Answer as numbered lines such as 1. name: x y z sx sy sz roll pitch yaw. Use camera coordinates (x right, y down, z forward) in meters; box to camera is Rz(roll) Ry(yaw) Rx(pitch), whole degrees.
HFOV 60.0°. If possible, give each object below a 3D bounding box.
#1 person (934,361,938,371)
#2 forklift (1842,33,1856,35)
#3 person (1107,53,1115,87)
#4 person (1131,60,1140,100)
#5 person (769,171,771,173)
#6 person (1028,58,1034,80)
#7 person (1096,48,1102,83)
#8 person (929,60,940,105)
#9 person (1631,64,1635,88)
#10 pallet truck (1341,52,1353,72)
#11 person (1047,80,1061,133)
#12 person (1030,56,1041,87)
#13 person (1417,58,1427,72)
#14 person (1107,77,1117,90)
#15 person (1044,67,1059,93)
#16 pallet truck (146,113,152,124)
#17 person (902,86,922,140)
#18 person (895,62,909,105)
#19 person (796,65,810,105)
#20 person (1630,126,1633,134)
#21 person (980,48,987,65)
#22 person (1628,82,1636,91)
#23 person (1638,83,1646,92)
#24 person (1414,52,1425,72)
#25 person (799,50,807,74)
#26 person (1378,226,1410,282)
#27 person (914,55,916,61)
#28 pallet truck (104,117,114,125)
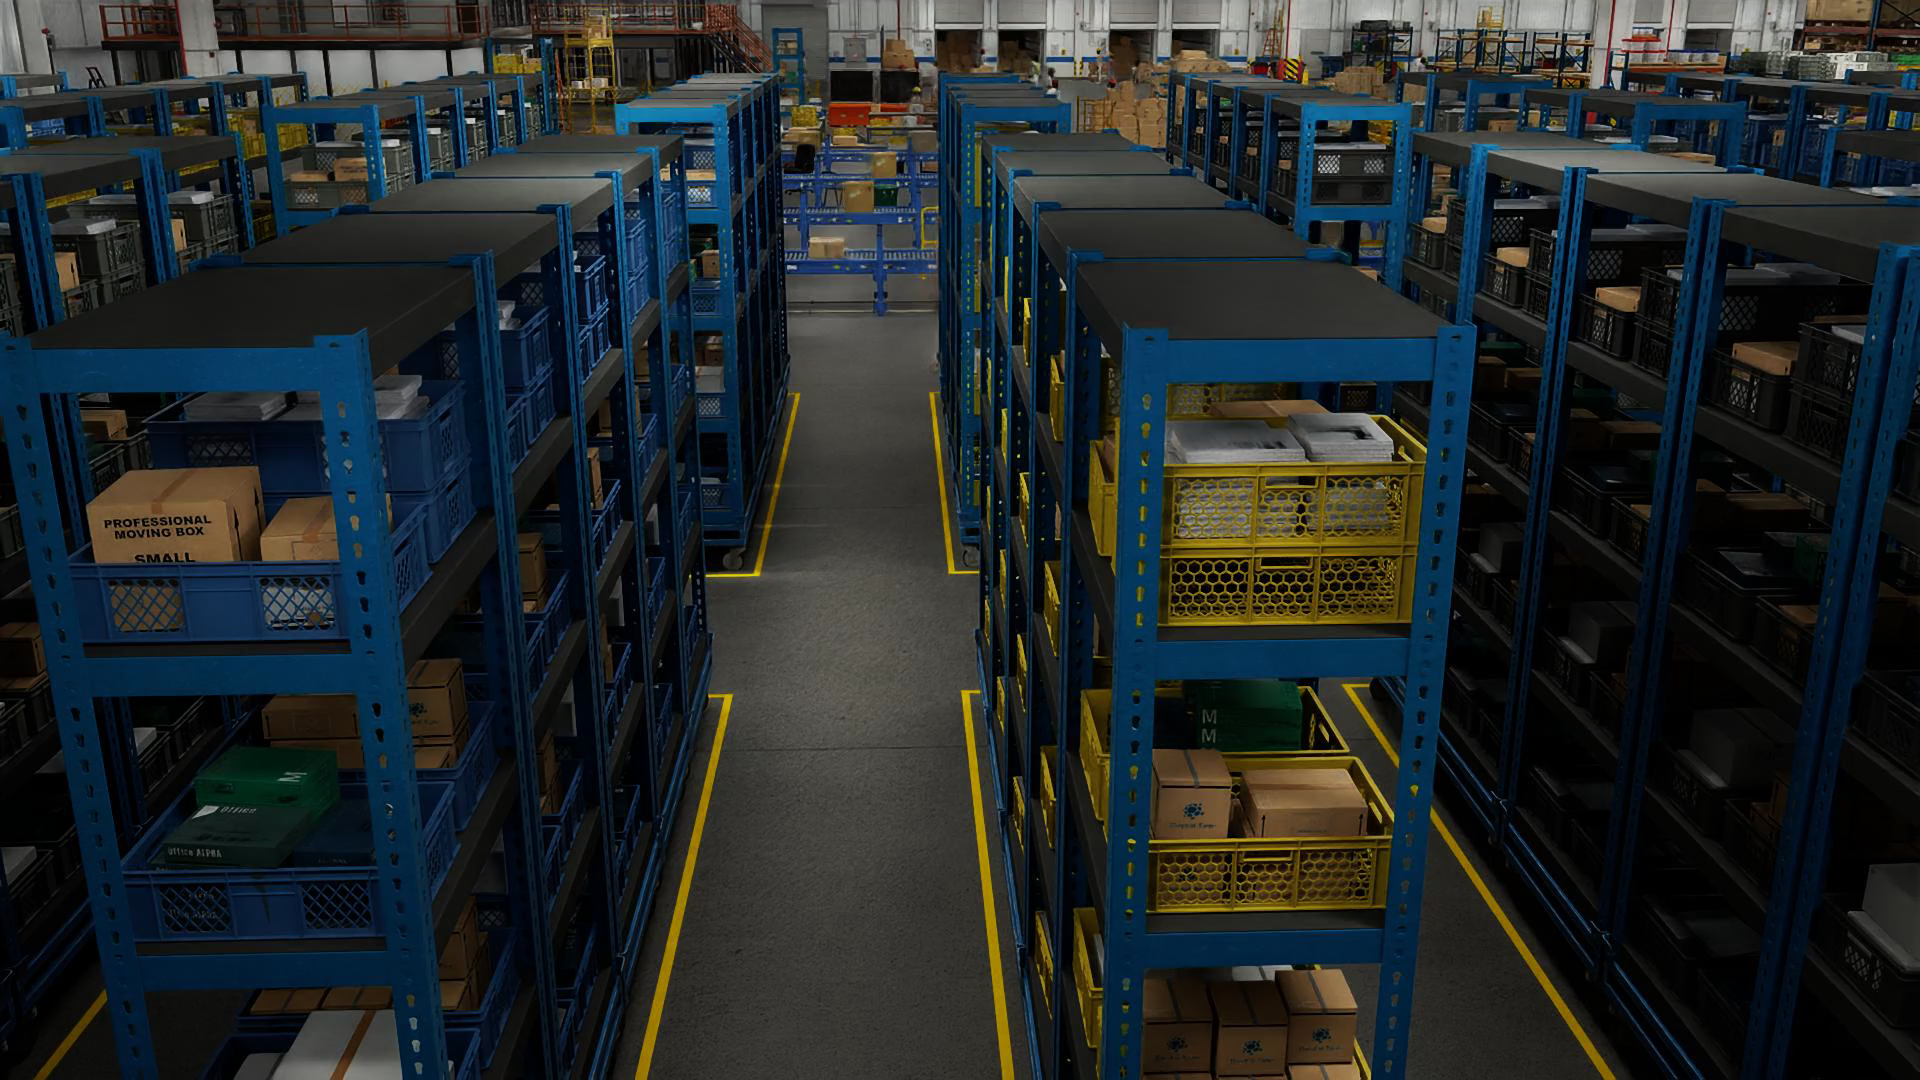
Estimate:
1. person: 0.151 -2.890 19.714 1.032 1.945 0.656 3 18 8
2. forklift: 45.972 -24.928 86.404 1.873 2.768 1.129 1 18 4
3. person: 8.032 -24.976 88.362 0.360 1.758 0.528 -2 18 -8
4. person: 7.890 -20.577 74.595 0.551 1.849 0.541 2 18 6
5. person: -5.216 -10.462 43.307 0.806 1.840 0.521 -2 18 -5
6. person: 3.617 -23.092 82.616 0.540 1.695 0.317 -7 19 -20
7. person: 7.690 -26.283 92.137 0.391 1.923 0.589 1 18 4
8. person: -1.021 -19.750 71.916 0.524 1.917 0.650 -12 21 -32
9. person: 32.874 -22.808 81.696 0.798 1.709 0.508 9 20 26
10. pallet truck: 18.794 -23.123 82.231 0.823 1.965 1.885 -13 22 -35
11. person: 3.186 -14.424 55.574 1.002 1.826 0.600 -13 22 -36
12. person: 3.806 -22.769 81.418 0.796 1.815 0.661 13 22 35
13. person: 21.786 -21.858 78.623 0.605 1.832 0.672 4 18 13
14. person: 5.039 -14.379 55.267 0.356 1.936 0.551 6 19 17
15. person: 3.318 -16.750 62.439 0.831 2.000 0.687 3 18 9
16. pallet truck: -18.087 -8.309 36.390 1.885 1.965 0.823 -1 18 -4
17. person: -1.512 -13.827 53.902 0.865 1.733 0.534 9 20 27
18. person: -2.373 -18.225 67.054 0.868 2.024 0.614 13 22 35
19. person: -6.329 -18.341 67.614 0.941 1.881 0.611 -14 23 -38
20. person: 19.793 -12.205 48.922 0.542 1.698 0.316 15 23 38
21. person: 1.319 -26.356 92.419 0.983 1.892 0.560 4 18 12
22. person: 26.056 -17.486 64.882 0.553 1.935 0.364 -1 18 -4
23. person: 32.854 -22.314 79.995 0.512 1.841 0.342 13 22 36
24. person: 23.729 -24.284 86.060 0.593 1.861 0.744 14 23 38
25. person: -8.148 -24.362 86.160 0.416 1.937 0.607 10 20 28
26. person: 5.422 -3.231 20.917 1.044 1.839 0.657 8 20 23
27. person: -2.733 -26.379 92.388 0.624 1.940 1.028 -8 20 -24
28. pallet truck: -18.367 -7.885 35.078 1.885 1.965 0.823 1 18 2
